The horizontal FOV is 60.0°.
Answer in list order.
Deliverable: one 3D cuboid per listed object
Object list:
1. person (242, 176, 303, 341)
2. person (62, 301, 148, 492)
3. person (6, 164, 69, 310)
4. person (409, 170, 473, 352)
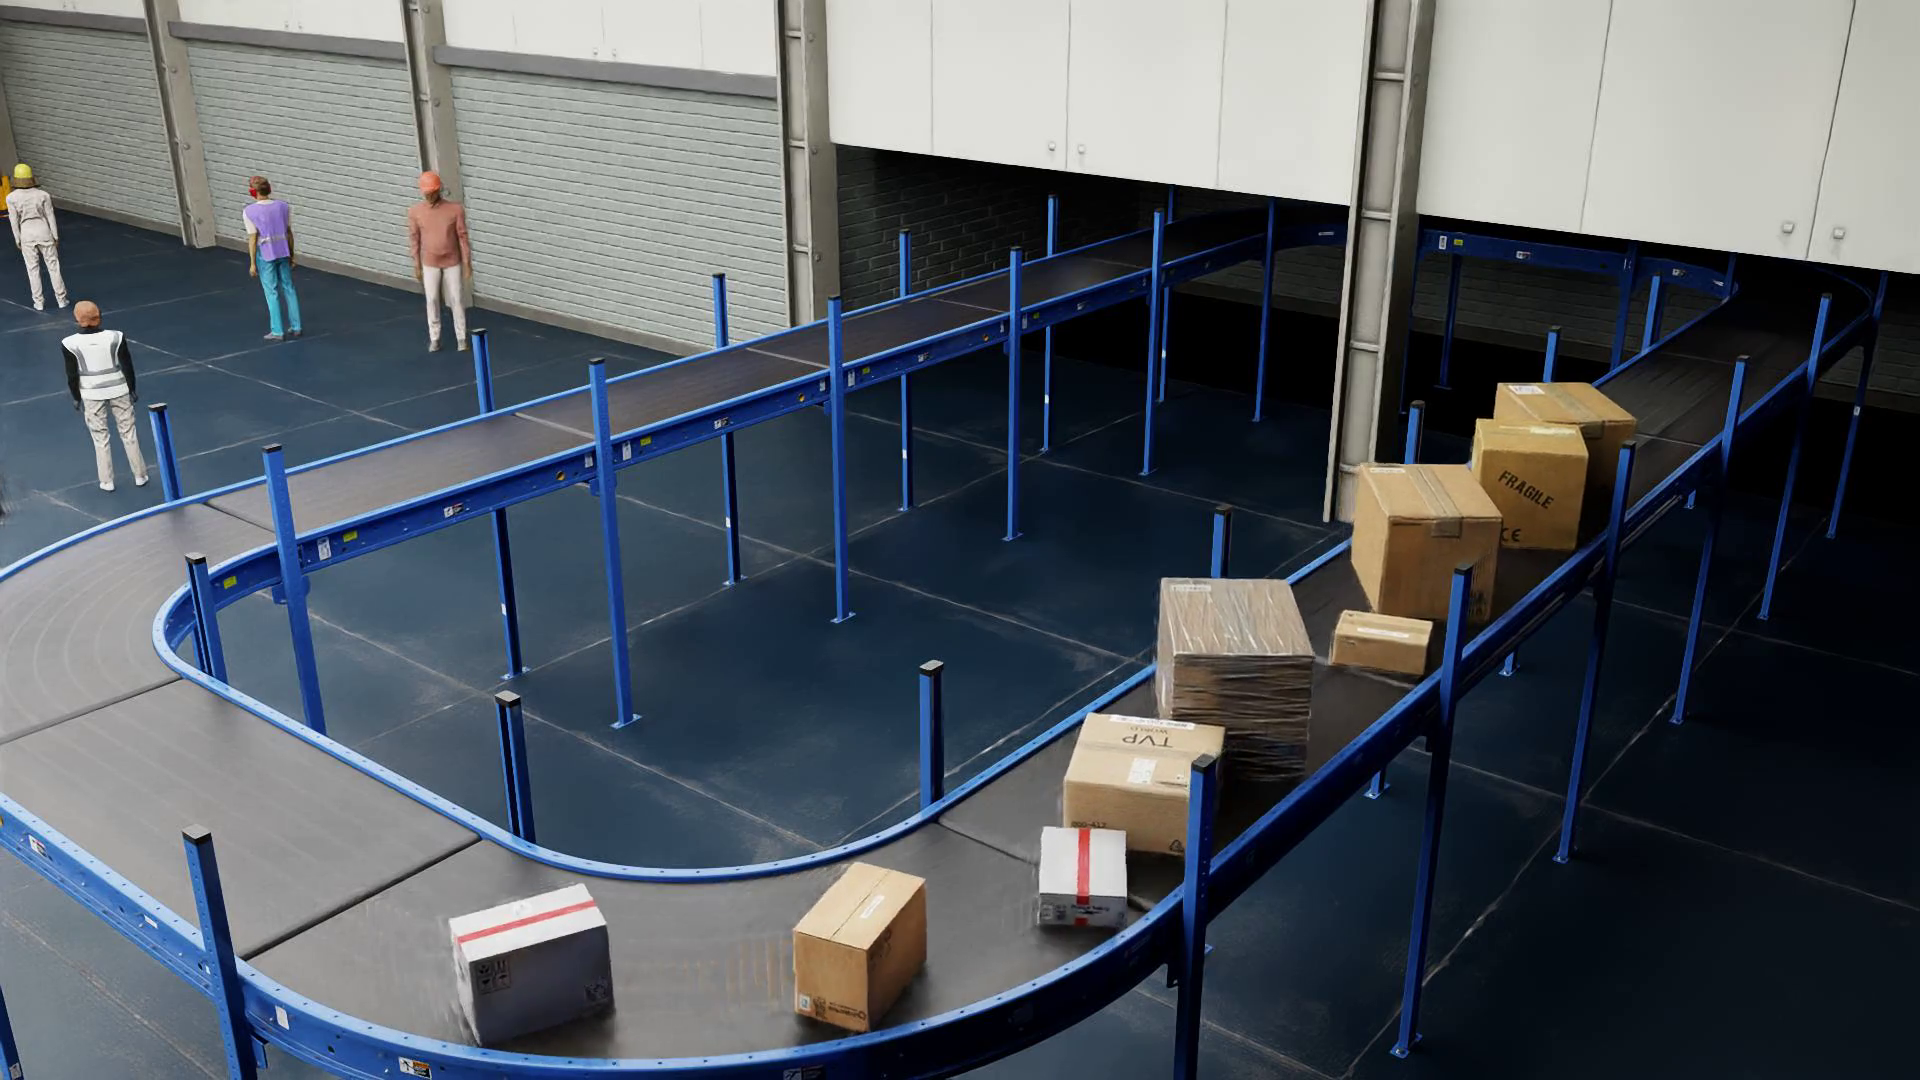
[{"bbox_3d":[-7.721,-3.162,18.703,0.372,1.843,0.570,13,25,30],"label":"person"},{"bbox_3d":[-7.207,-1.208,14.019,0.514,1.640,0.310,-12,25,-29],"label":"person"},{"bbox_3d":[-11.179,-3.669,20.132,0.491,1.742,0.300,-11,24,-26],"label":"person"},{"bbox_3d":[-5.686,-3.060,18.246,0.614,1.994,0.387,-5,22,-12],"label":"person"}]
